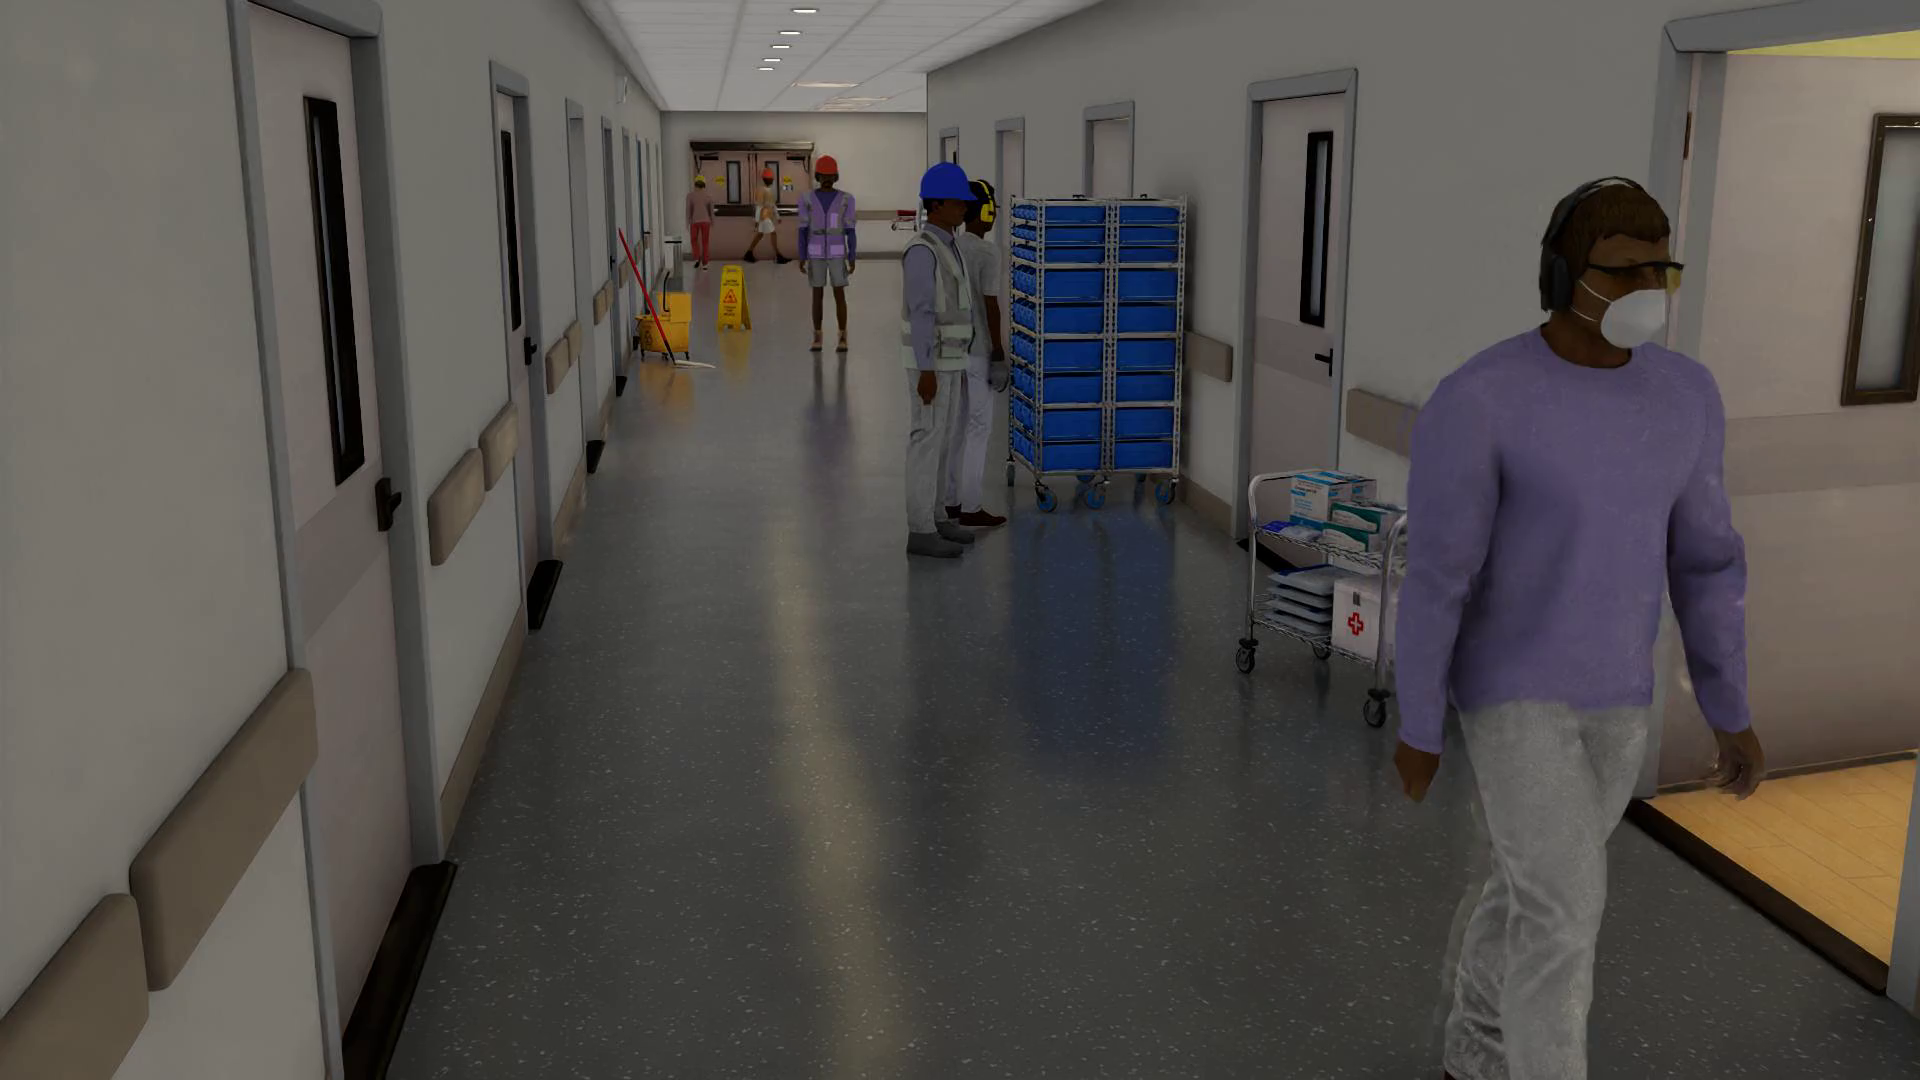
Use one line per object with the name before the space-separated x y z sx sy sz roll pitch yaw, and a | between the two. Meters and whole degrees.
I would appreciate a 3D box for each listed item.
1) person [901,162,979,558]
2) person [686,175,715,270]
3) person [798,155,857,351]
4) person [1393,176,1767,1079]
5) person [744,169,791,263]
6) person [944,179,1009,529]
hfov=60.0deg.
person | -0.101 -0.896 8.334 0.402 1.945 0.614 3 13 13
person | -4.886 -5.974 31.321 0.555 1.749 0.425 -3 13 -12
person | -1.389 -2.999 17.472 0.606 2.042 0.397 0 13 -1
person | 1.160 0.338 2.958 0.634 1.909 0.867 -6 14 -25
person | -3.921 -6.481 33.322 1.039 1.883 0.549 2 13 10
person | 0.062 -0.995 8.982 0.334 1.864 0.503 -9 15 -34
